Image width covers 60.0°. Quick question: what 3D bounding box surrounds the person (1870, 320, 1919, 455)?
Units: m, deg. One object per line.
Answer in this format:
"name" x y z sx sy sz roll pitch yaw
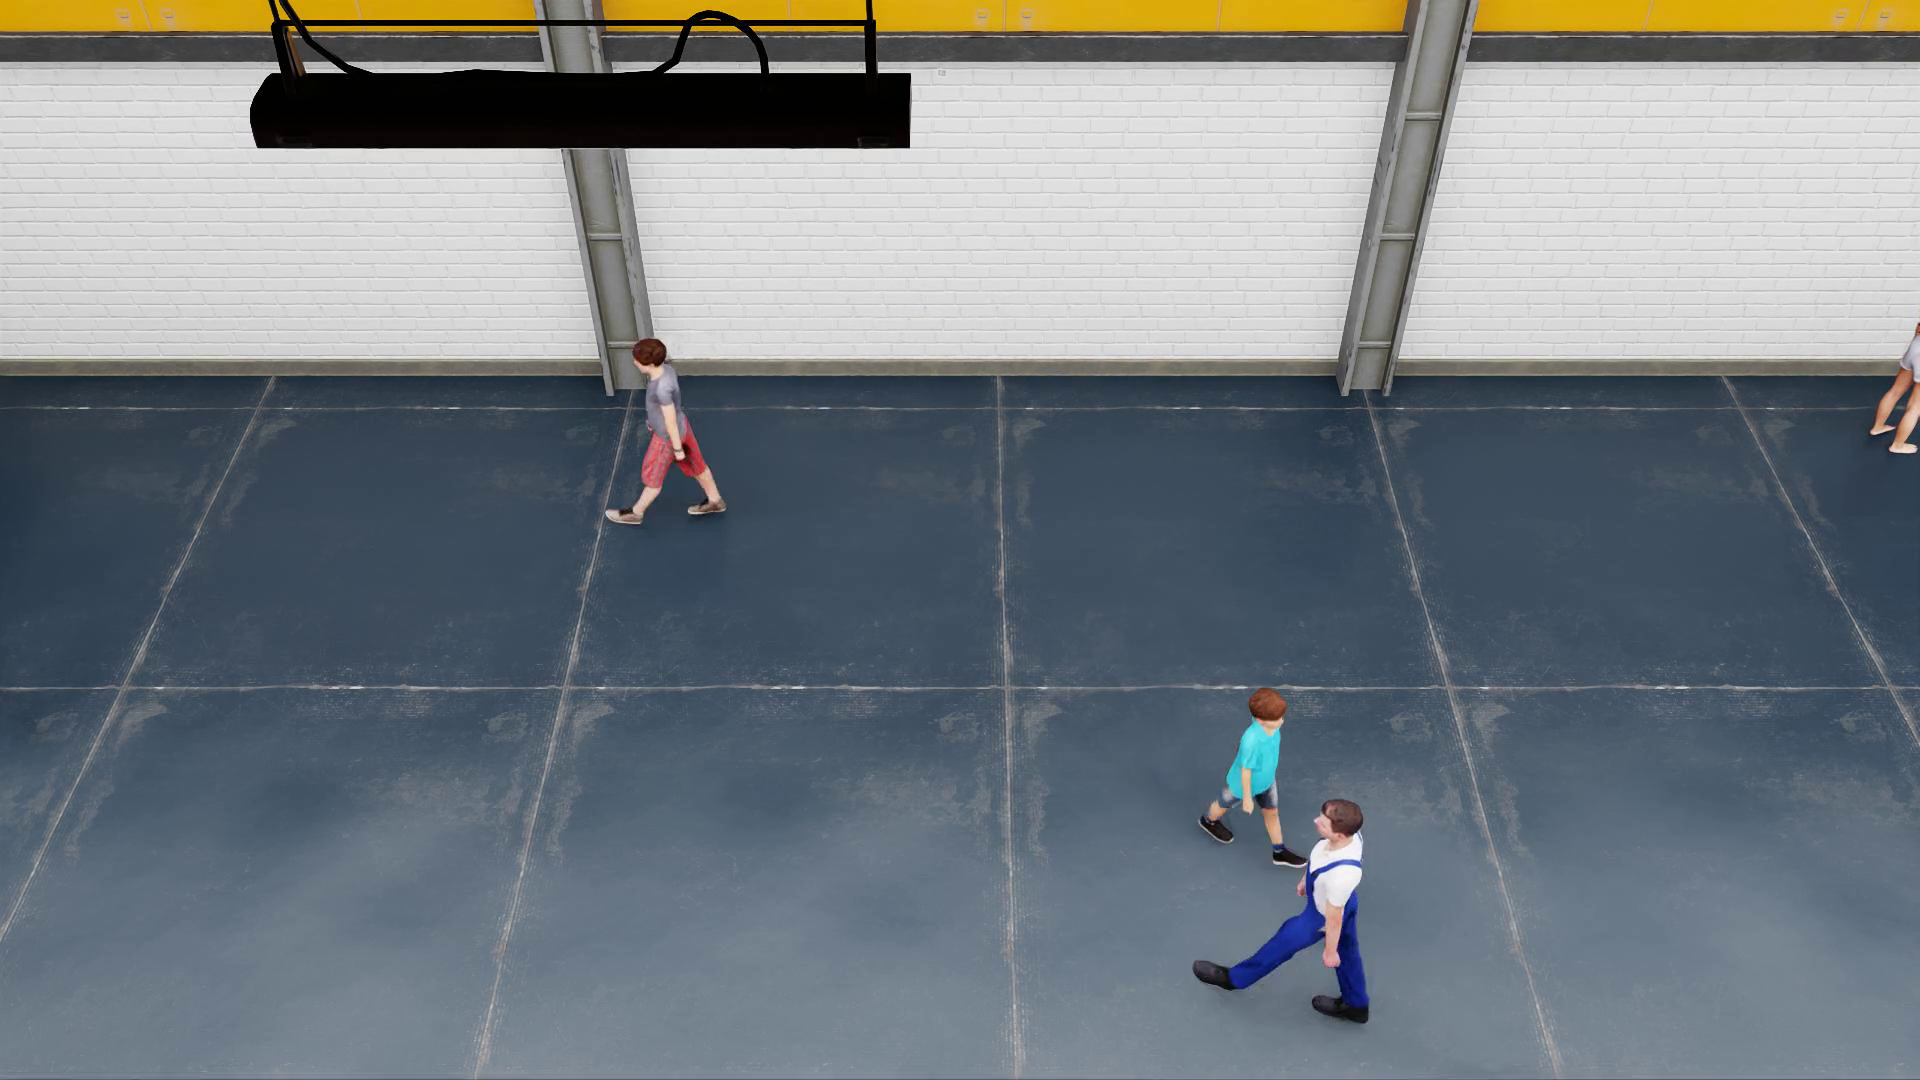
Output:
"person" 7.338 -1.377 12.620 0.615 1.602 0.623 -10 44 -10

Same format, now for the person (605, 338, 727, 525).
"person" -1.996 -0.766 11.973 1.144 1.610 0.720 -7 44 -7

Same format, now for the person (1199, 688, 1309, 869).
"person" 1.676 1.365 9.878 0.994 1.413 0.919 33 53 30

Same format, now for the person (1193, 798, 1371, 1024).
"person" 2.047 2.031 8.900 1.315 1.799 0.914 12 45 12
